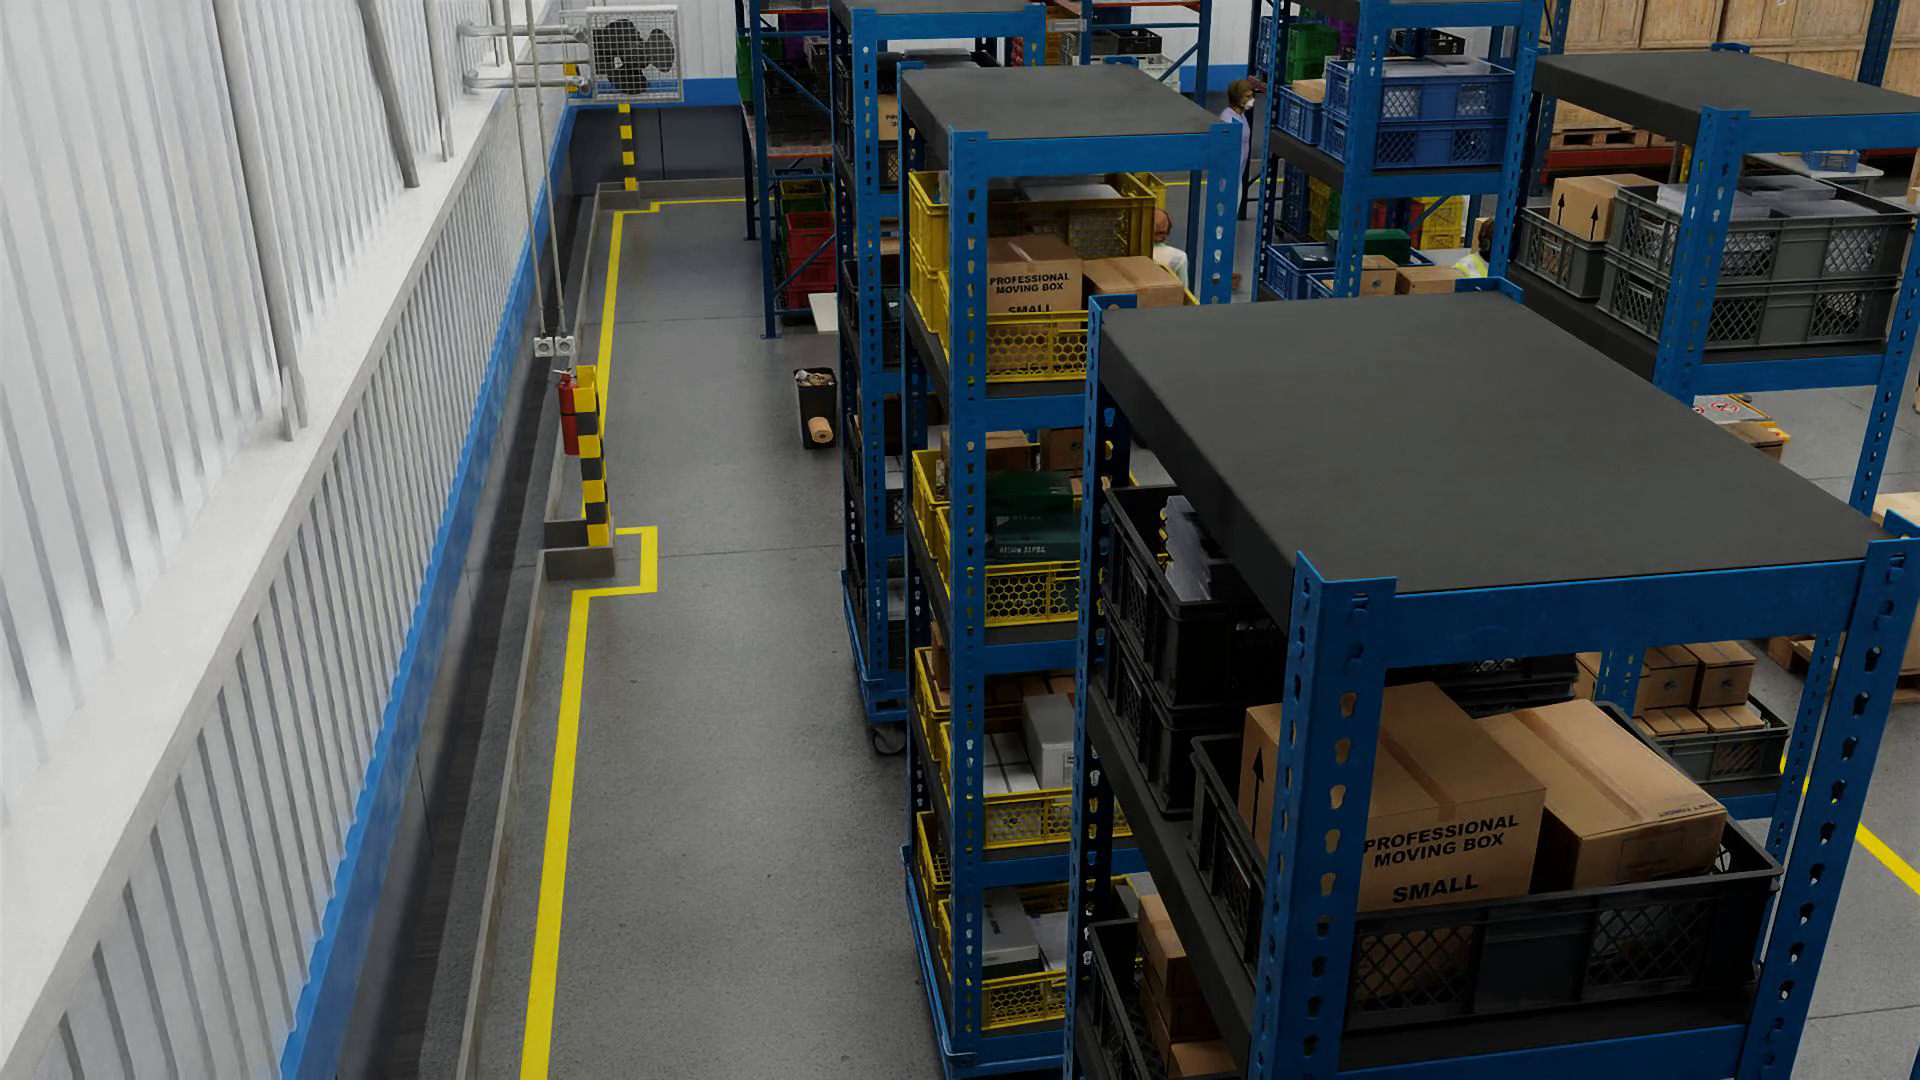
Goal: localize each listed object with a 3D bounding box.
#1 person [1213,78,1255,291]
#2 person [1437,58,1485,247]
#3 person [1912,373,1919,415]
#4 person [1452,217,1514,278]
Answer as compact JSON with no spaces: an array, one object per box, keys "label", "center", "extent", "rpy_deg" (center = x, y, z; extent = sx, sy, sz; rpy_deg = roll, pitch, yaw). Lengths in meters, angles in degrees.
[{"label":"person","center":[2.512,-3.318,15.498],"extent":[0.355,1.937,0.635],"rpy_deg":[7,26,14]},{"label":"person","center":[5.127,-3.936,16.907],"extent":[0.355,1.883,0.573],"rpy_deg":[1,25,3]},{"label":"person","center":[7.496,-1.750,12.375],"extent":[0.541,1.696,0.315],"rpy_deg":[-1,25,-3]},{"label":"person","center":[3.479,-1.243,11.102],"extent":[0.627,1.844,0.429],"rpy_deg":[-13,28,-27]}]
